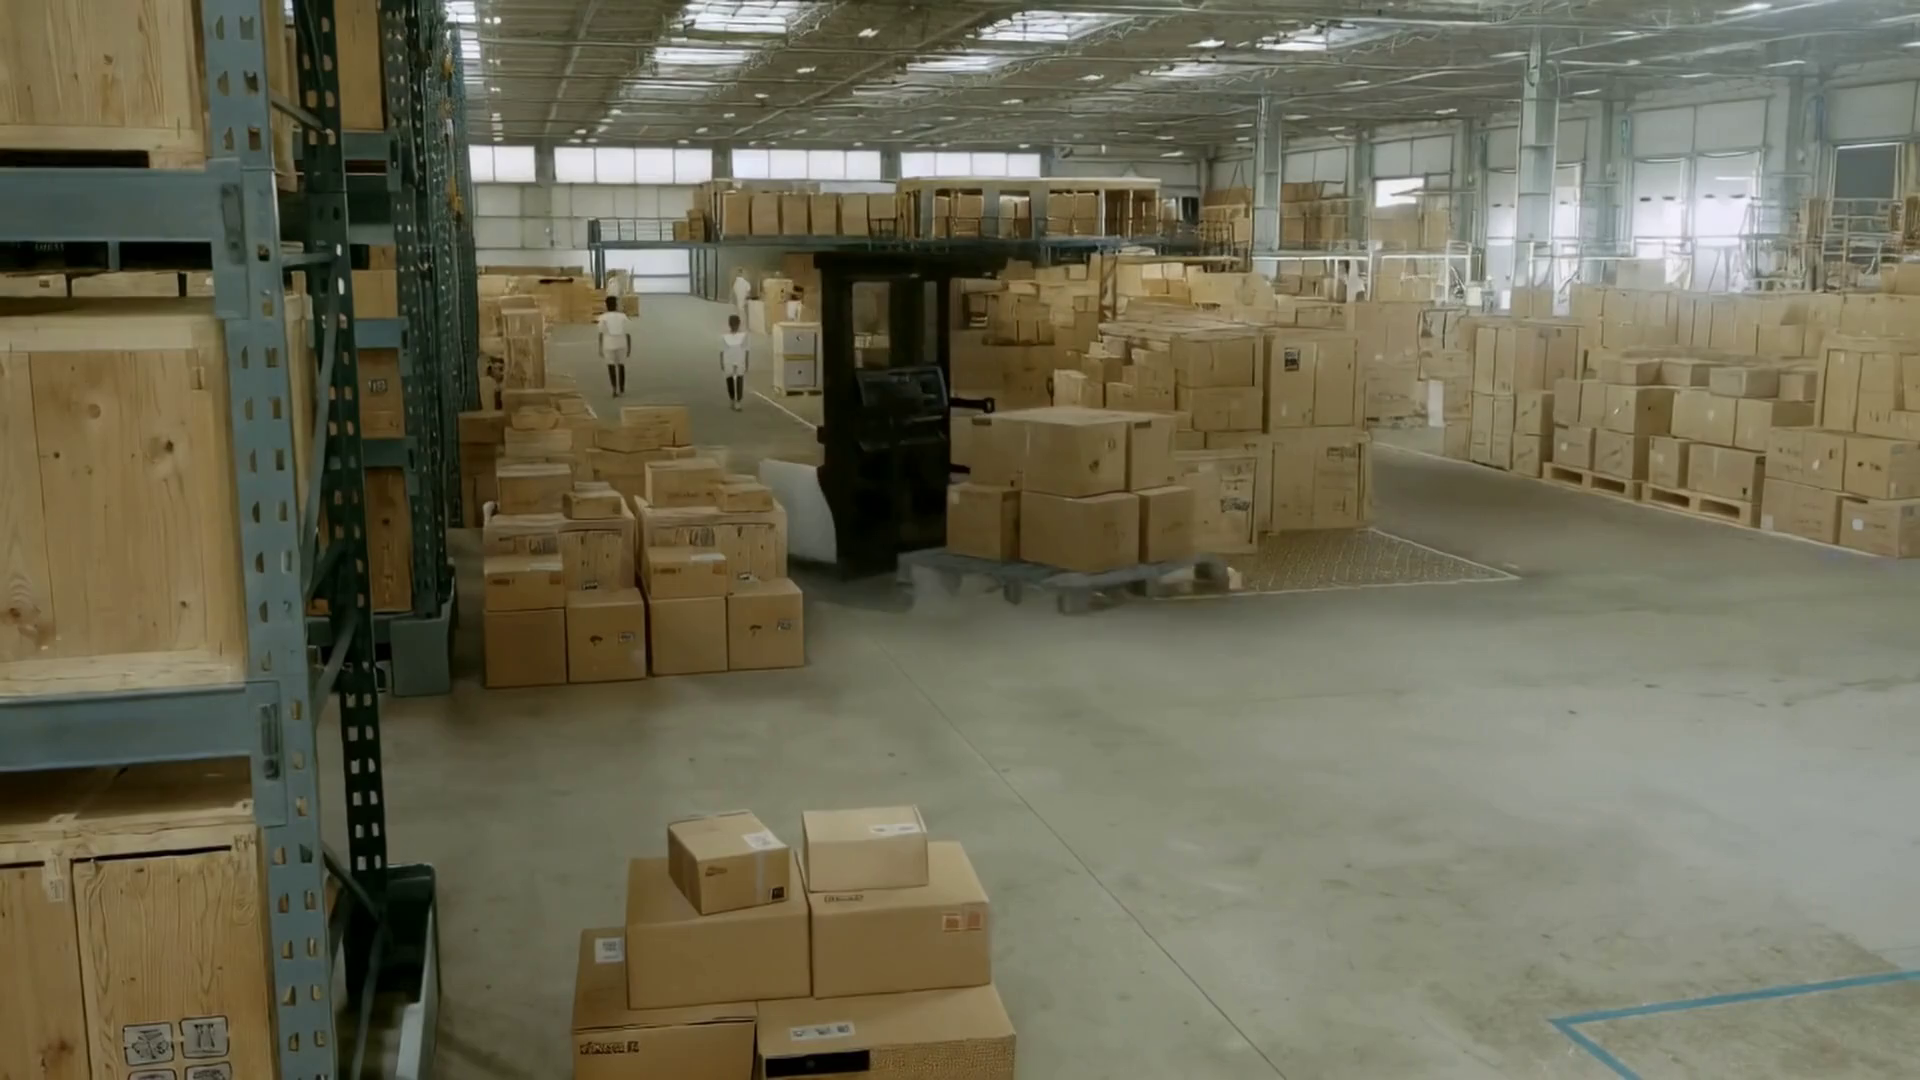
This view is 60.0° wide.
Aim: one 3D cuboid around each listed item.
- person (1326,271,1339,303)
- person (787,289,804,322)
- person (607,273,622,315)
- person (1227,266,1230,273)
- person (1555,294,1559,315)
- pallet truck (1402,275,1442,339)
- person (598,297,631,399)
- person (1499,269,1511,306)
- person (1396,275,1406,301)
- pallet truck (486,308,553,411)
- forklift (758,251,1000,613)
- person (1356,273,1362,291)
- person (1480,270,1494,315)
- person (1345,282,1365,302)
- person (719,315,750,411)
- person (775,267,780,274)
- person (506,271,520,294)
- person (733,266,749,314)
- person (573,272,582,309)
[{"bbox_3d":[16.196,-10.773,72.280,0.981,1.799,0.616,-8,13,-39],"label":"person"},{"bbox_3d":[-3.862,-4.920,38.877,0.560,1.891,1.007,9,14,42],"label":"person"},{"bbox_3d":[-12.507,-8.746,60.453,0.530,1.902,0.551,-7,12,-33],"label":"person"},{"bbox_3d":[12.673,-12.034,78.948,0.605,1.950,0.380,3,10,15],"label":"person"},{"bbox_3d":[17.493,-6.734,49.163,0.568,1.878,0.351,-7,12,-35],"label":"person"},{"bbox_3d":[14.620,-7.324,52.145,0.823,1.965,1.885,8,13,40],"label":"pallet truck"},{"bbox_3d":[-6.549,-3.648,31.582,0.602,1.914,0.955,-4,11,-22],"label":"person"},{"bbox_3d":[23.382,-10.676,71.356,0.593,1.911,0.411,-4,11,-19],"label":"person"},{"bbox_3d":[18.473,-10.263,69.674,0.404,1.680,0.544,-4,11,-20],"label":"person"},{"bbox_3d":[-6.242,-2.418,24.362,0.823,1.965,1.885,1,10,3],"label":"pallet truck"},{"bbox_3d":[-0.730,-0.972,13.680,1.873,2.768,1.129,10,14,44],"label":"forklift"},{"bbox_3d":[16.622,-10.319,69.757,0.305,1.771,0.525,-9,13,-40],"label":"person"},{"bbox_3d":[21.203,-9.910,66.967,0.552,1.932,0.377,7,12,36],"label":"person"},{"bbox_3d":[11.513,-6.593,48.448,0.626,1.844,0.429,-2,10,-9],"label":"person"},{"bbox_3d":[-3.948,-3.123,29.239,0.543,1.677,0.640,-1,10,-5],"label":"person"},{"bbox_3d":[-8.146,-11.255,74.602,0.594,1.925,0.369,4,11,20],"label":"person"},{"bbox_3d":[-18.562,-10.252,69.093,0.600,1.865,0.415,-2,10,-13],"label":"person"},{"bbox_3d":[-9.346,-10.666,70.944,0.707,2.000,0.545,0,10,-2],"label":"person"},{"bbox_3d":[-16.596,-10.759,72.239,0.299,1.772,0.533,6,12,31],"label":"person"}]
